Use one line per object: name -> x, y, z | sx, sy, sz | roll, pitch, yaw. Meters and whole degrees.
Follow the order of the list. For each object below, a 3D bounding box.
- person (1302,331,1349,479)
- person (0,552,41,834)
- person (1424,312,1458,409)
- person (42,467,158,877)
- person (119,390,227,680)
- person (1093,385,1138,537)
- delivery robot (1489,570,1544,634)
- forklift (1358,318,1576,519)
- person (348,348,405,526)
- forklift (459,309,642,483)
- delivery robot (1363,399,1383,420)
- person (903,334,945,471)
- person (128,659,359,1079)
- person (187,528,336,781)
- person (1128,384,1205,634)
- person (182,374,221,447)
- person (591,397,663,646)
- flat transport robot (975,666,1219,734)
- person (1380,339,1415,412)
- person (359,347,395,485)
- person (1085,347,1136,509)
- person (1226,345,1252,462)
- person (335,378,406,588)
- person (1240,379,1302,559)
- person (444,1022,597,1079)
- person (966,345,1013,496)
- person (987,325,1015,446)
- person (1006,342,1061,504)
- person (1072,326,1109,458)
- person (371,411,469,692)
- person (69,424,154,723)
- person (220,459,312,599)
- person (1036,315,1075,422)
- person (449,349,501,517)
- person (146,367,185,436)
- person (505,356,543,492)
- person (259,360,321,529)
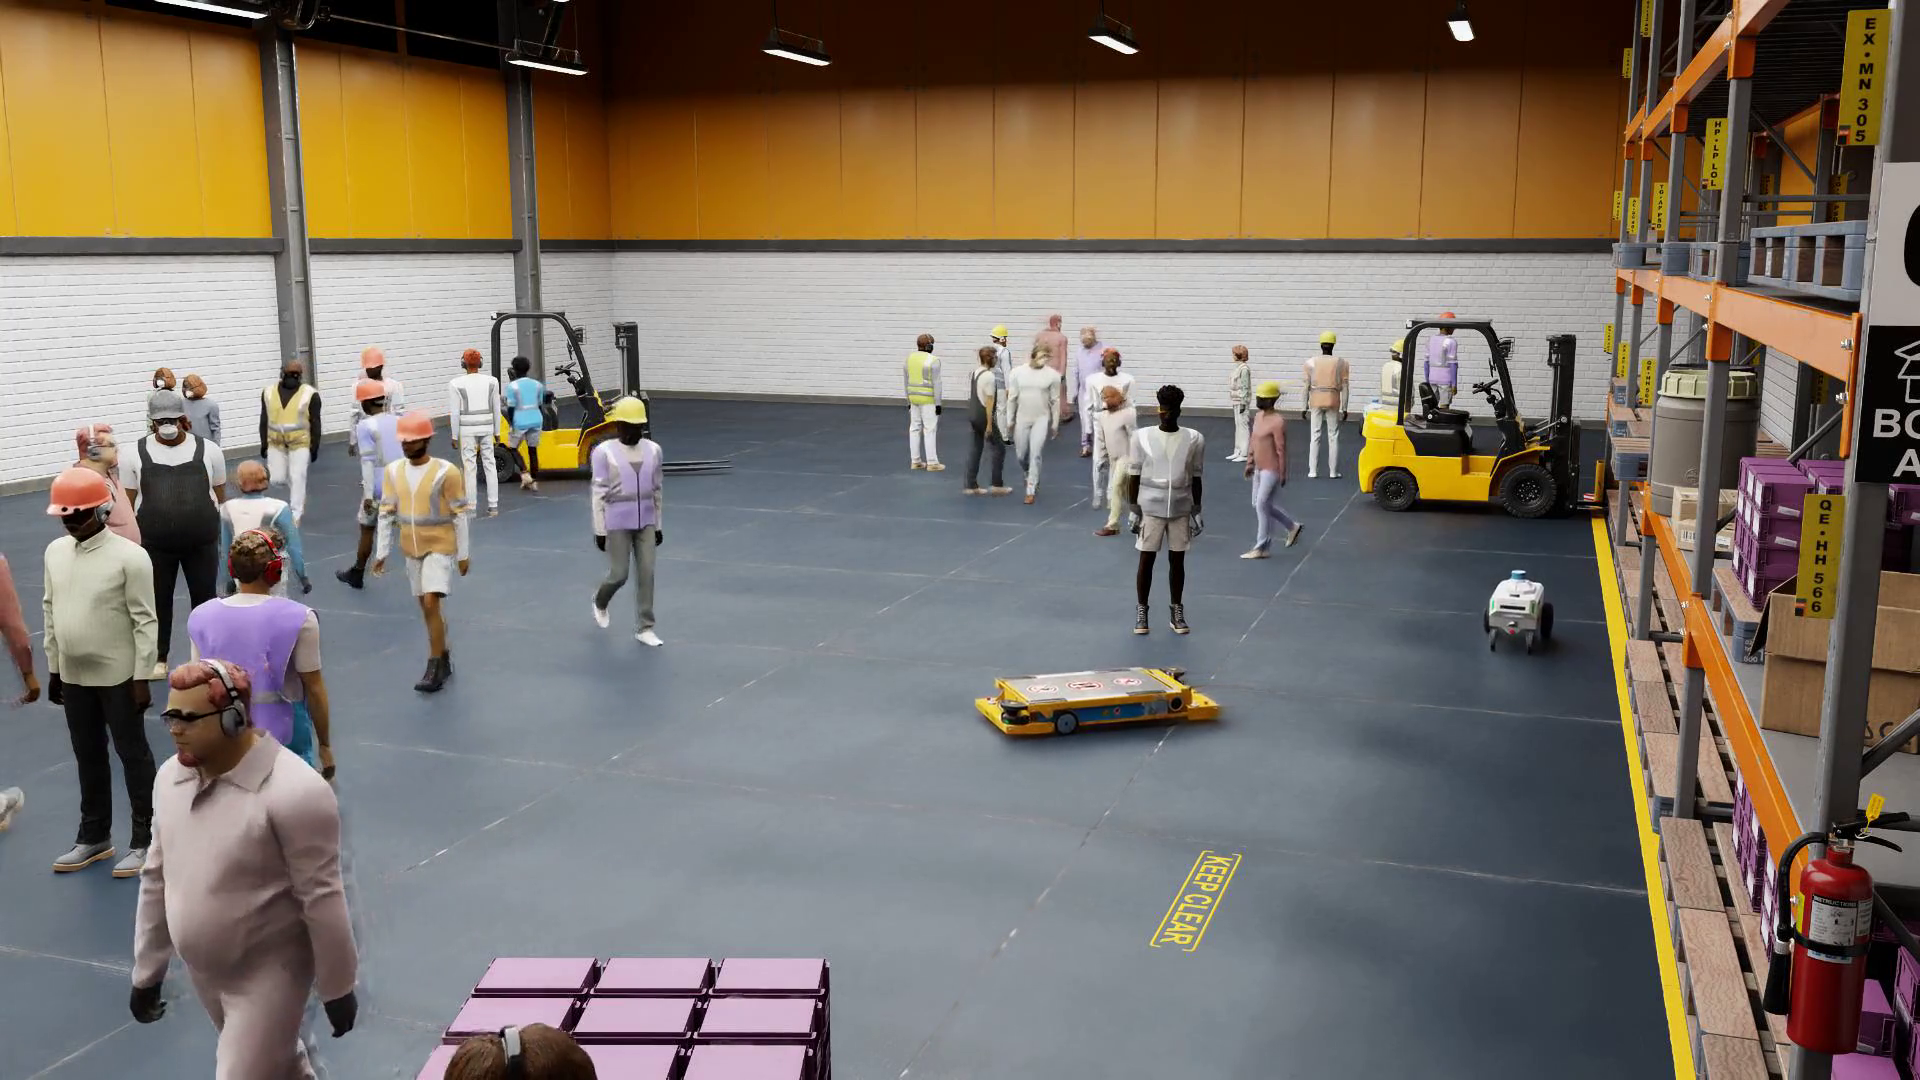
person -> 4.747, -1.753, 21.620 | 0.594, 1.921, 0.386 | 2, 10, 13
person -> -4.873, 0.614, 8.212 | 0.651, 1.941, 0.971 | 1, 10, 3
person -> 7.195, -2.369, 24.772 | 0.392, 2.034, 0.614 | -5, 11, -28
person -> -4.145, 0.632, 8.004 | 0.608, 1.990, 0.385 | 3, 10, 14
person -> -5.470, -0.039, 11.638 | 0.688, 2.000, 0.536 | -5, 11, -27
person -> 1.710, -0.841, 17.447 | 0.716, 1.581, 0.512 | -6, 12, -32
delivery robot -> 4.241, 0.476, 12.659 | 0.477, 0.478, 0.707 | 4, 11, 23
forklift -> 5.787, -1.437, 19.079 | 2.313, 2.155, 1.214 | 3, 11, 19
person -> -6.326, -1.105, 17.987 | 0.608, 1.916, 0.558 | 0, 10, 0
forklift -> -5.354, -1.902, 21.697 | 2.313, 2.155, 1.214 | -2, 10, -13
delivery robot -> 6.665, -2.022, 26.728 | 0.477, 0.478, 0.707 | 2, 10, 10
person -> -0.472, -1.858, 22.442 | 0.624, 1.845, 0.430 | 9, 14, 42
person -> -2.141, 1.269, 4.771 | 0.670, 1.862, 0.946 | 6, 12, 30
person -> -2.956, 0.868, 7.078 | 0.569, 1.845, 0.384 | 1, 10, 4
person -> 1.607, -0.237, 12.986 | 0.600, 1.958, 0.379 | -1, 10, -3
person -> -8.323, -0.996, 18.175 | 0.498, 1.633, 0.279 | 1, 10, 3
person -> -2.547, -0.155, 12.695 | 0.590, 1.906, 0.677 | -8, 13, -37
flat transport robot -> 0.872, 1.017, 10.672 | 1.431, 0.197, 0.652 | -3, 10, -17
person -> 5.653, -1.678, 21.470 | 0.404, 1.828, 0.587 | -3, 10, -16
person -> -7.353, -1.559, 20.992 | 0.524, 1.763, 0.336 | 3, 10, 15
person -> 1.726, -1.264, 19.020 | 0.576, 1.867, 0.501 | 0, 10, 2
person -> 3.933, -1.908, 23.305 | 0.314, 1.636, 0.515 | 0, 10, -2
person -> -5.078, -0.471, 14.550 | 1.048, 1.864, 0.597 | 6, 12, 30
person -> 3.039, -0.691, 16.113 | 0.627, 1.746, 0.525 | -3, 10, -15
person -> -0.772, 1.662, 2.798 | 0.968, 1.795, 0.623 | -5, 11, -27
person -> 0.369, -1.439, 20.127 | 0.707, 1.819, 0.536 | -5, 11, -27
person -> 0.595, -2.329, 25.120 | 0.403, 1.834, 0.587 | -8, 13, -37
person -> 0.869, -1.396, 19.682 | 0.649, 1.899, 0.736 | 1, 10, 6
person -> 1.875, -2.113, 23.818 | 0.671, 1.867, 0.461 | 8, 13, 39
person -> -3.695, 0.083, 11.331 | 0.559, 1.910, 0.788 | 3, 10, 15
person -> -5.434, 0.211, 10.611 | 0.409, 1.906, 0.651 | -2, 10, -12
person -> -4.617, 0.268, 11.093 | 0.530, 1.627, 0.421 | 3, 10, 14
person -> 1.580, -2.883, 28.210 | 0.646, 1.856, 0.999 | 7, 12, 35
person -> -5.408, -1.193, 18.583 | 0.575, 1.882, 0.355 | -7, 12, -35
person -> -9.136, -1.177, 19.187 | 0.499, 1.636, 0.286 | 1, 10, 5
person -> -5.334, -1.416, 20.401 | 0.353, 1.682, 0.538 | 10, 14, 44
person -> -7.132, -1.014, 17.748 | 0.654, 1.823, 0.495 | 0, 10, -2
